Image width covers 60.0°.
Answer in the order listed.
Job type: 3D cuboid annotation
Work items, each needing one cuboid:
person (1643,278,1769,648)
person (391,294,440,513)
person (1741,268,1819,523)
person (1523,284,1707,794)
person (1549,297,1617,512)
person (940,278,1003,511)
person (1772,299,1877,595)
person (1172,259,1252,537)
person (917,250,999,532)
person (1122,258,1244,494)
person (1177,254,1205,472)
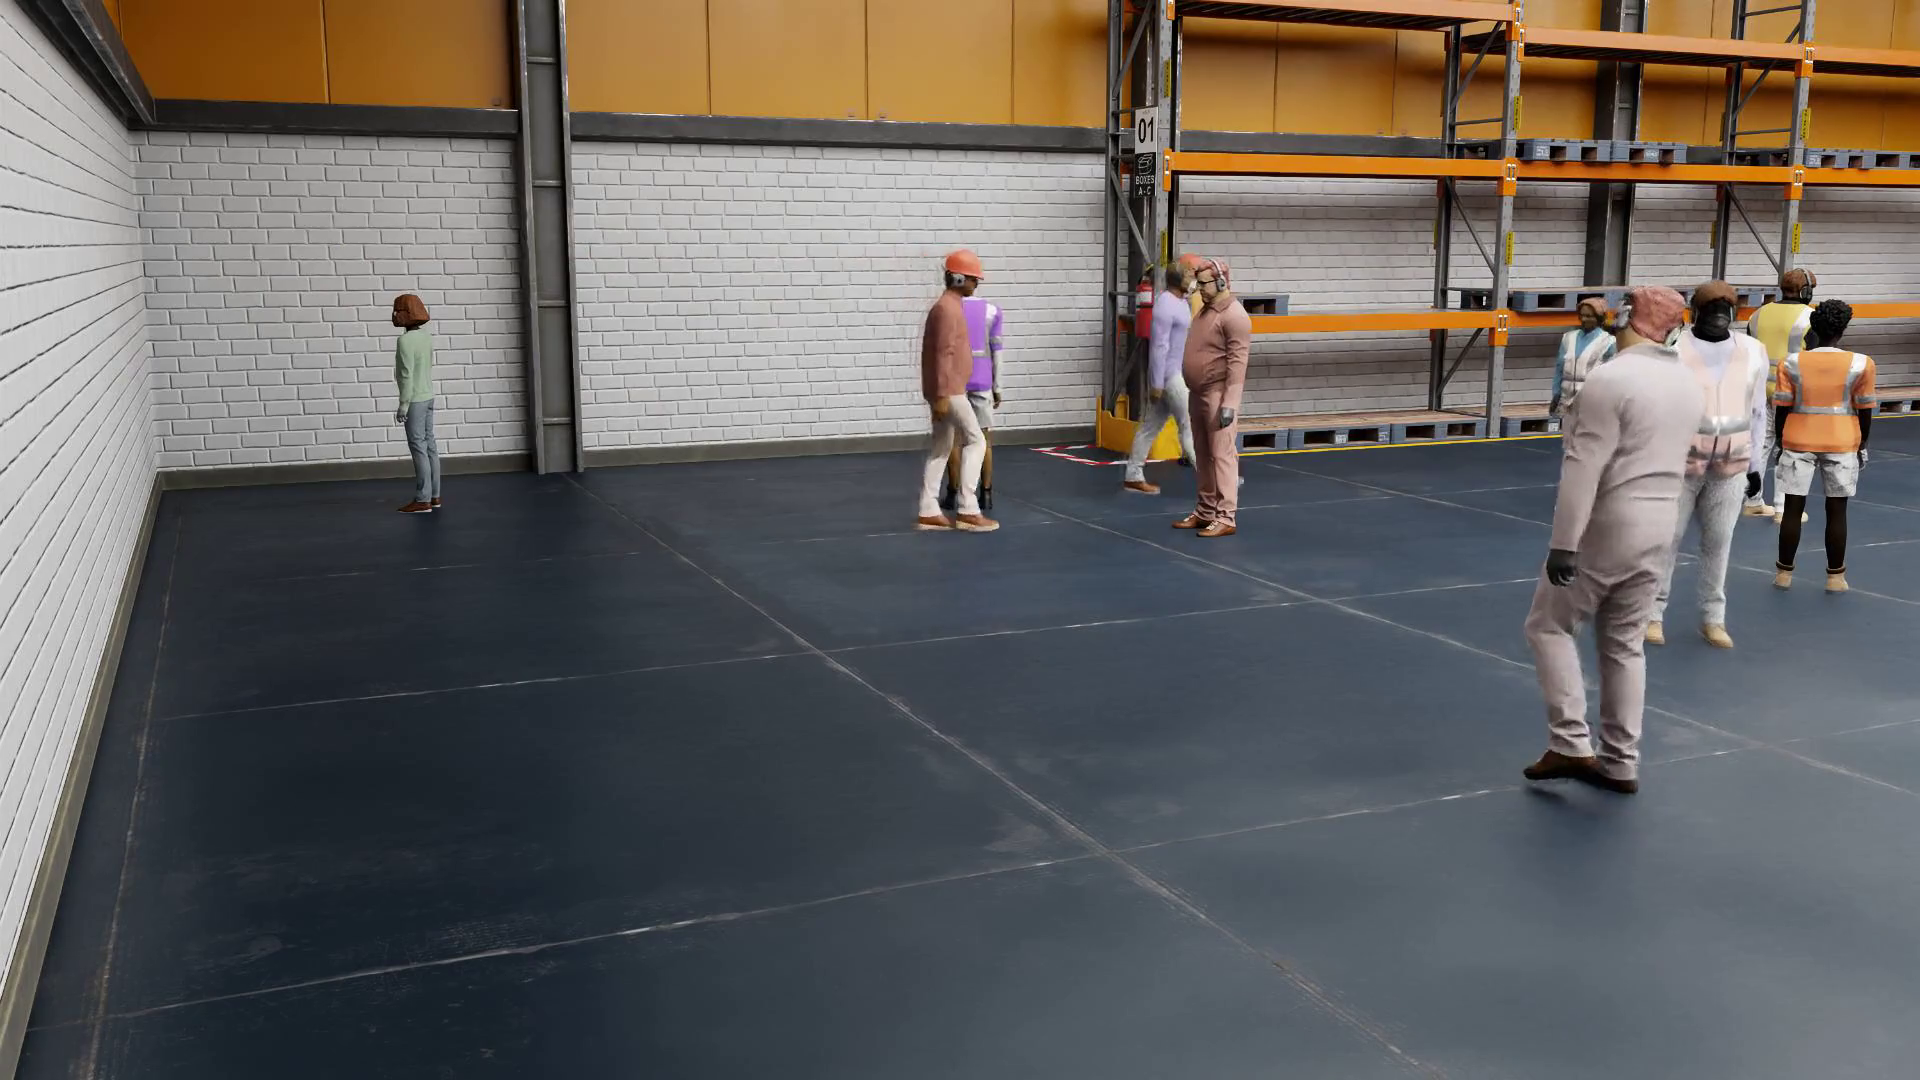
[{"bbox_3d":[3.700,-0.378,8.320,0.633,1.842,0.429,1,10,6],"label":"person"},{"bbox_3d":[-4.094,-1.022,12.490,0.282,1.633,0.500,0,10,2],"label":"person"},{"bbox_3d":[5.988,-1.042,12.063,0.431,1.836,0.619,-5,11,-26],"label":"person"},{"bbox_3d":[2.407,0.006,6.139,0.745,1.868,0.415,-6,12,-29],"label":"person"},{"bbox_3d":[4.759,-1.024,12.536,0.631,1.612,0.522,-5,11,-27],"label":"person"},{"bbox_3d":[0.036,-1.182,12.574,0.559,1.926,0.410,-2,10,-9],"label":"person"},{"bbox_3d":[4.948,-0.529,9.567,0.535,1.697,0.318,6,12,30],"label":"person"},{"bbox_3d":[1.731,-0.974,11.479,0.409,1.903,0.639,-3,11,-17],"label":"person"},{"bbox_3d":[0.015,-1.021,11.588,0.731,1.954,0.645,-1,10,-5],"label":"person"},{"bbox_3d":[1.753,-1.268,13.143,1.025,1.886,0.651,3,10,14],"label":"person"},{"bbox_3d":[2.144,-1.558,14.713,0.581,1.909,0.759,3,11,15],"label":"person"}]
